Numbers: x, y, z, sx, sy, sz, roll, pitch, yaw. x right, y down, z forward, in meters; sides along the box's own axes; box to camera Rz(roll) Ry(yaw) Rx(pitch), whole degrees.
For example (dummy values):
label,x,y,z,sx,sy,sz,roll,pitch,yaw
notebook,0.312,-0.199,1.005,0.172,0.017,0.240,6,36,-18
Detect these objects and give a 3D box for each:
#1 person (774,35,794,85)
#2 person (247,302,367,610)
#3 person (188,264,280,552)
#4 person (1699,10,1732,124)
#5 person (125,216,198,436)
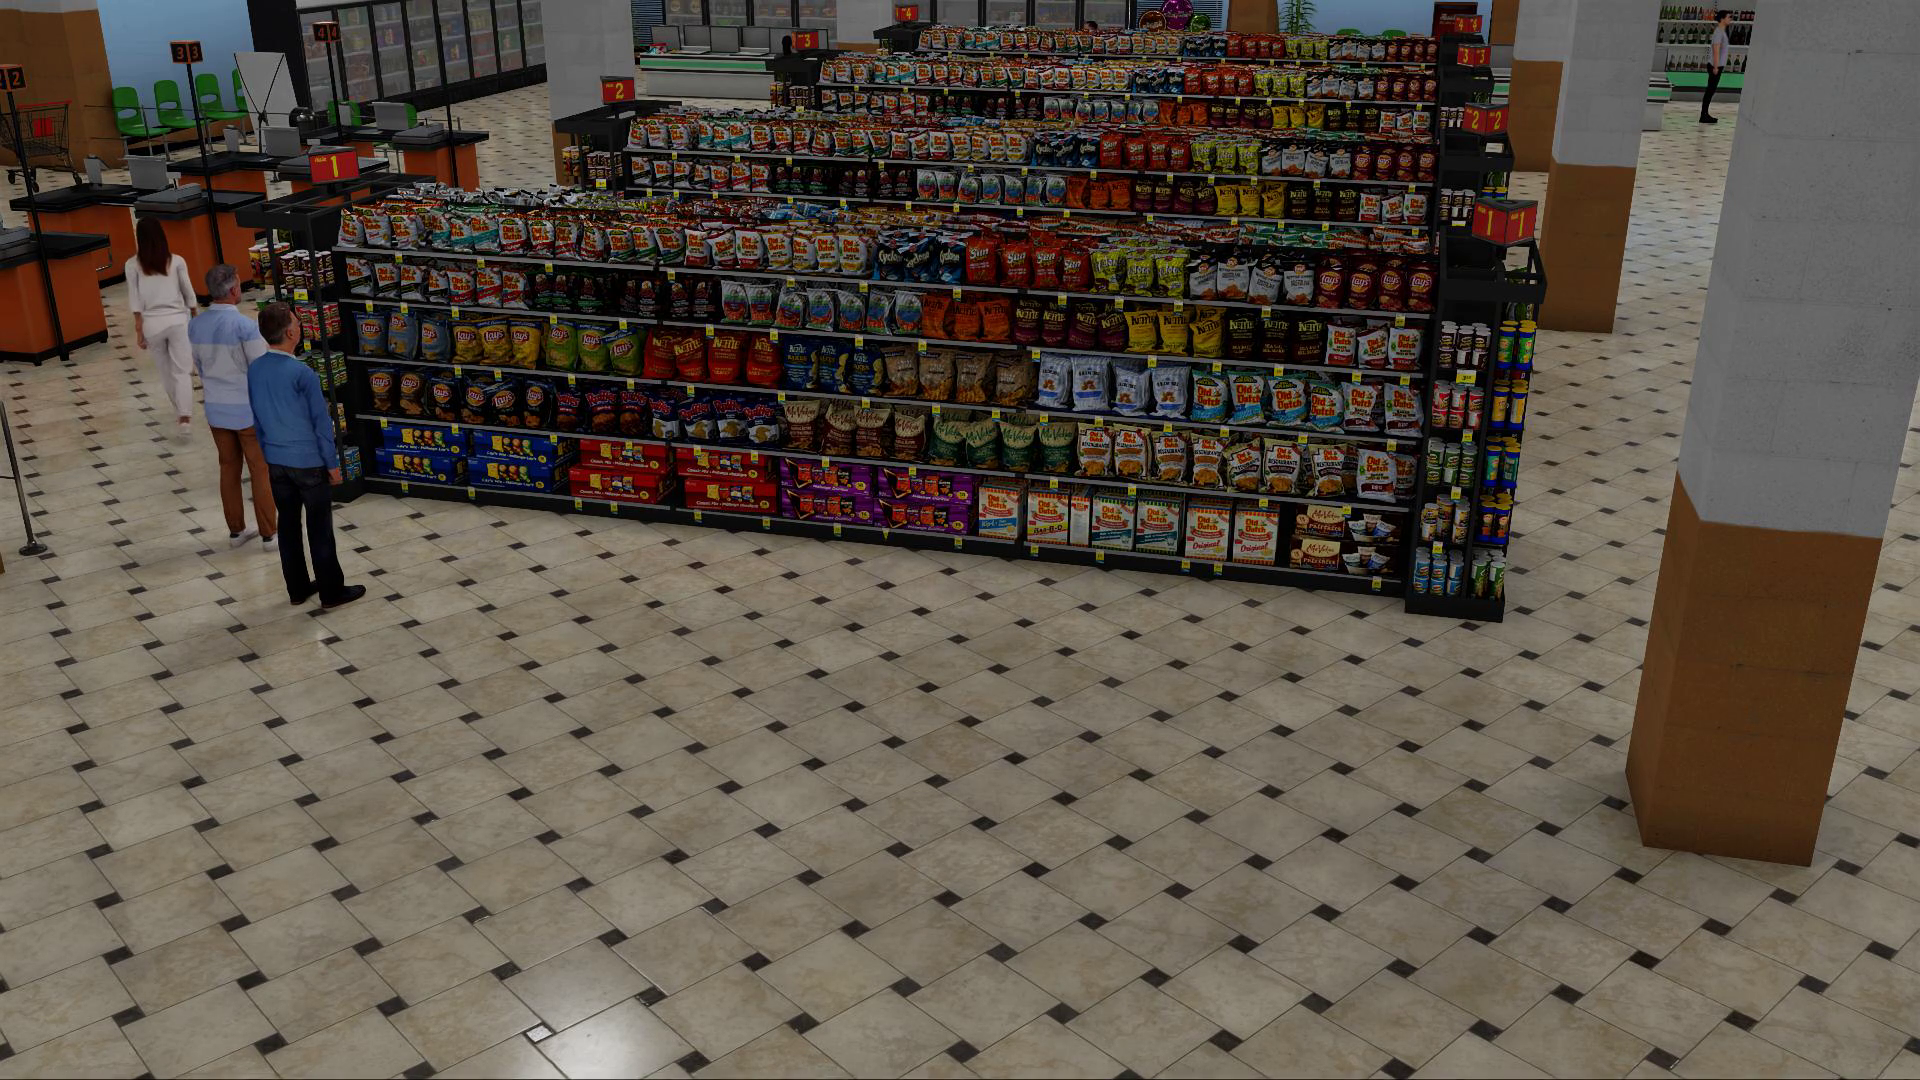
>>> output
label,x,y,z,sx,sy,sz,roll,pitch,yaw
person,-2.713,-7.135,26.375,0.623,1.677,0.754,-1,22,-3
person,-3.840,-0.486,9.639,0.523,1.819,0.734,8,23,19
person,-4.555,-0.803,10.490,0.507,1.772,0.730,5,22,12
person,13.047,-8.185,28.738,0.612,1.863,0.700,10,24,24
person,-5.990,-1.579,12.586,1.108,1.648,1.081,-9,23,-21
